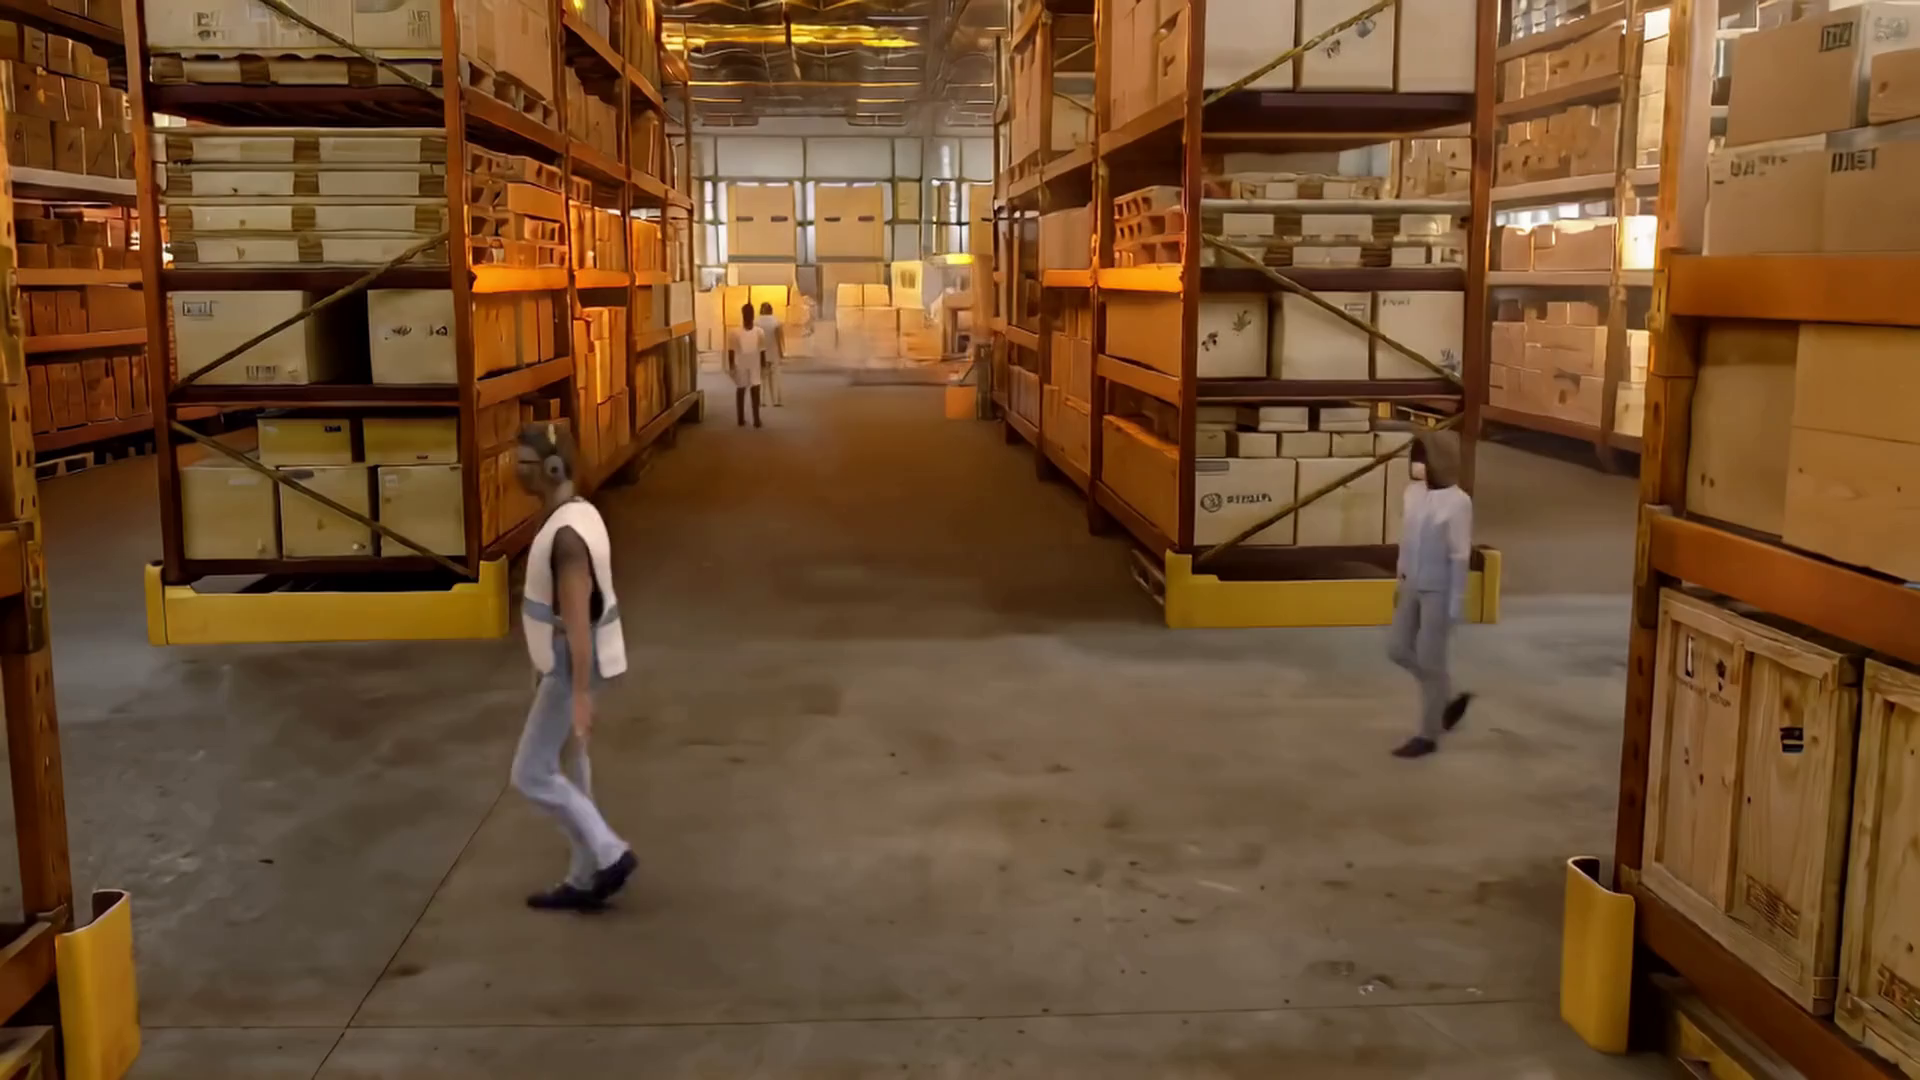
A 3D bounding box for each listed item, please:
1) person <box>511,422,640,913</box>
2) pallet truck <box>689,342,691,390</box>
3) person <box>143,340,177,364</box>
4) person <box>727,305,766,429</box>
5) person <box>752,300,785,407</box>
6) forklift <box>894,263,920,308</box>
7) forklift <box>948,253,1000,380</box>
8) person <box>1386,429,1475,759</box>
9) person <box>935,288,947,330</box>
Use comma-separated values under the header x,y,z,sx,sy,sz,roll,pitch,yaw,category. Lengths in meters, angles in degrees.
x,y,z,sx,sy,sz,roll,pitch,yaw,category
-1.441,0.484,6.069,0.449,1.828,0.600,-2,9,-14,person
-5.225,-3.008,27.480,1.885,1.965,0.823,2,9,14,pallet truck
-15.280,-3.524,31.819,0.884,1.645,0.540,3,10,20,person
-3.311,-2.692,25.791,0.608,1.918,1.024,-2,9,-15,person
-3.427,-3.319,29.719,0.643,1.908,0.411,2,9,9,person
-1.986,-9.019,62.461,1.129,2.768,1.873,-1,9,-4,forklift
0.708,-4.930,36.788,1.873,2.768,1.129,-1,9,-5,forklift
2.331,0.259,8.127,0.450,1.619,0.522,-3,10,-18,person
-0.523,-7.281,54.499,0.631,1.940,0.372,5,10,26,person
